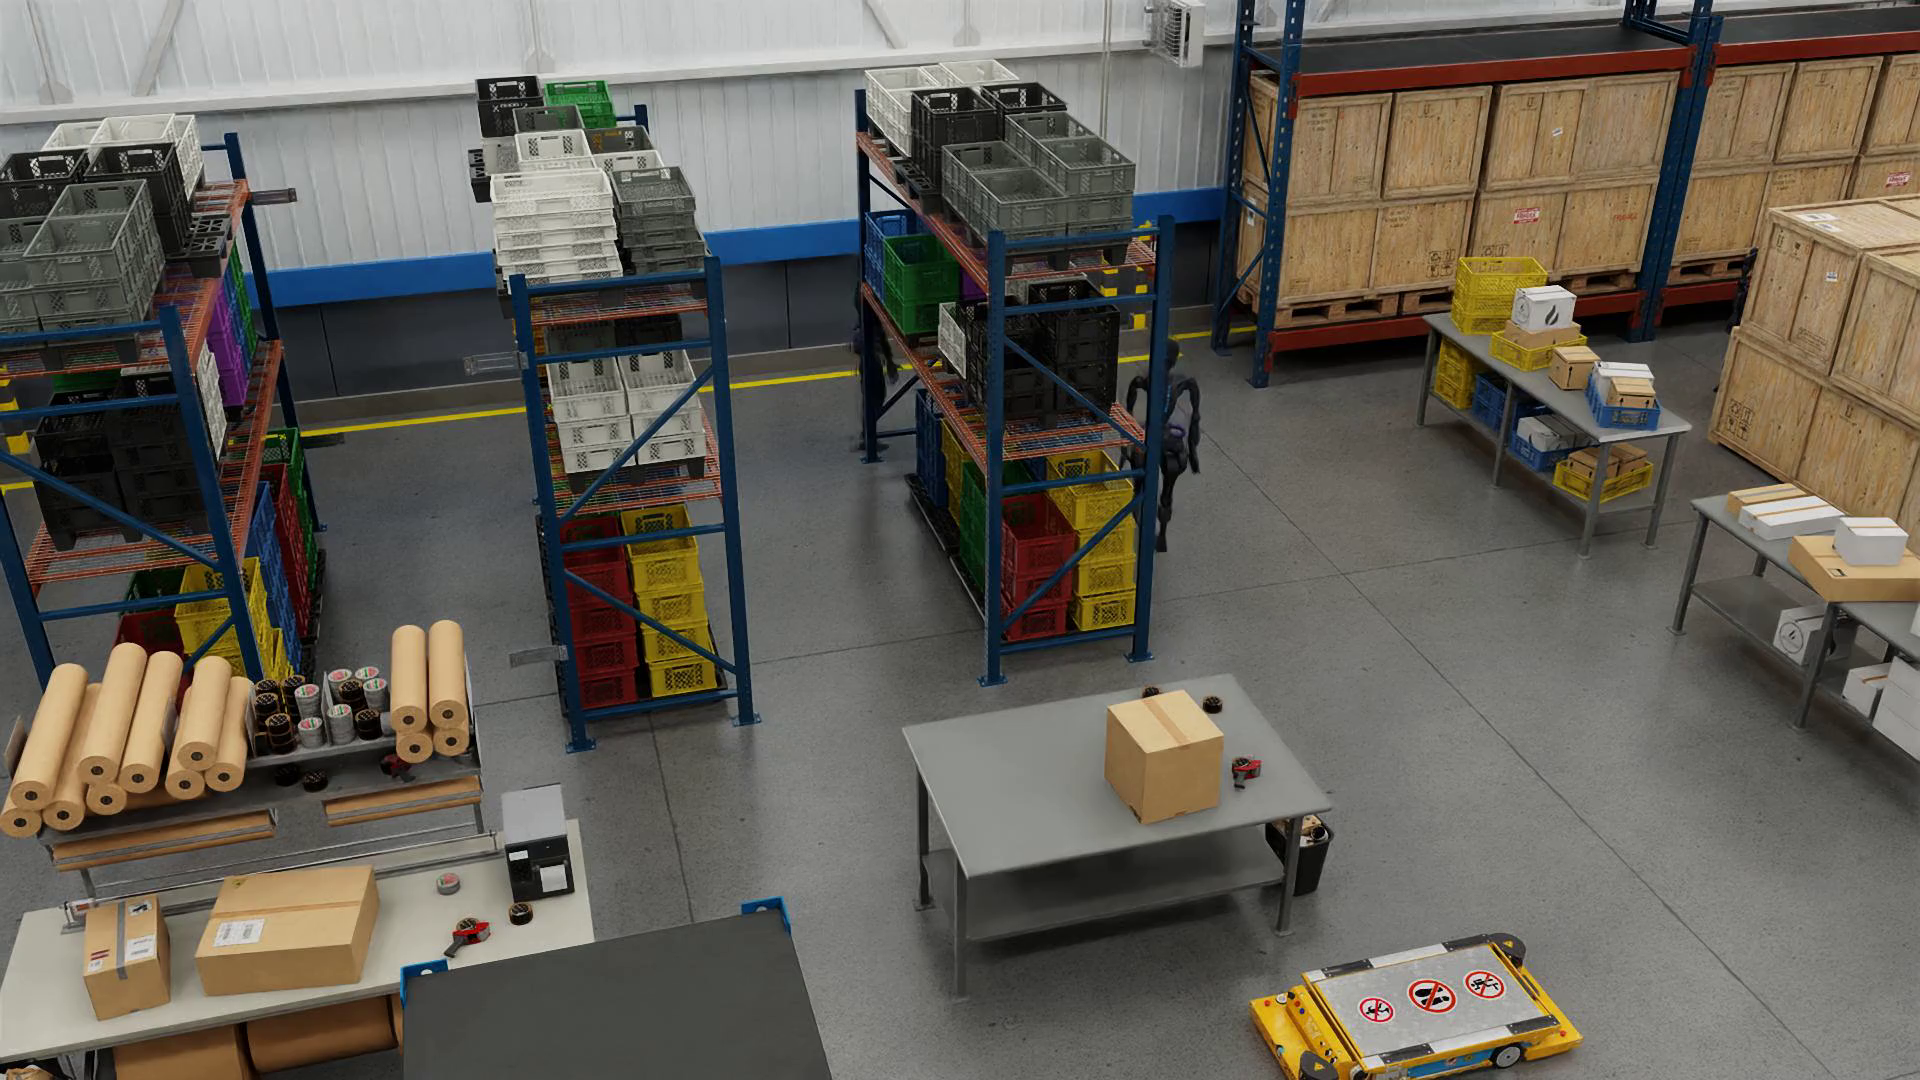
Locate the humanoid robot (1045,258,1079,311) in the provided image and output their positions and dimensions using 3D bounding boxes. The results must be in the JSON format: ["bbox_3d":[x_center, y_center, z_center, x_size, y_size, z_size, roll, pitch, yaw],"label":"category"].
[{"bbox_3d":[0.752,-1.944,14.219,0.589,1.660,0.327,3,29,5],"label":"humanoid robot"}]

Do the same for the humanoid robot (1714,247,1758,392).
[{"bbox_3d":[6.904,-1.987,14.312,0.577,1.650,0.331,0,29,1],"label":"humanoid robot"}]

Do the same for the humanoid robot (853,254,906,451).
[{"bbox_3d":[-0.633,-1.516,13.458,0.481,1.650,0.624,-1,29,-3],"label":"humanoid robot"}]

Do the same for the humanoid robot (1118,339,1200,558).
[{"bbox_3d":[1.427,-0.613,11.811,0.615,1.639,0.551,-2,29,-4],"label":"humanoid robot"}]

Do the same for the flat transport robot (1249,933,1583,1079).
[{"bbox_3d":[2.184,2.282,7.980,1.431,0.197,0.652,-8,30,-14],"label":"flat transport robot"}]
